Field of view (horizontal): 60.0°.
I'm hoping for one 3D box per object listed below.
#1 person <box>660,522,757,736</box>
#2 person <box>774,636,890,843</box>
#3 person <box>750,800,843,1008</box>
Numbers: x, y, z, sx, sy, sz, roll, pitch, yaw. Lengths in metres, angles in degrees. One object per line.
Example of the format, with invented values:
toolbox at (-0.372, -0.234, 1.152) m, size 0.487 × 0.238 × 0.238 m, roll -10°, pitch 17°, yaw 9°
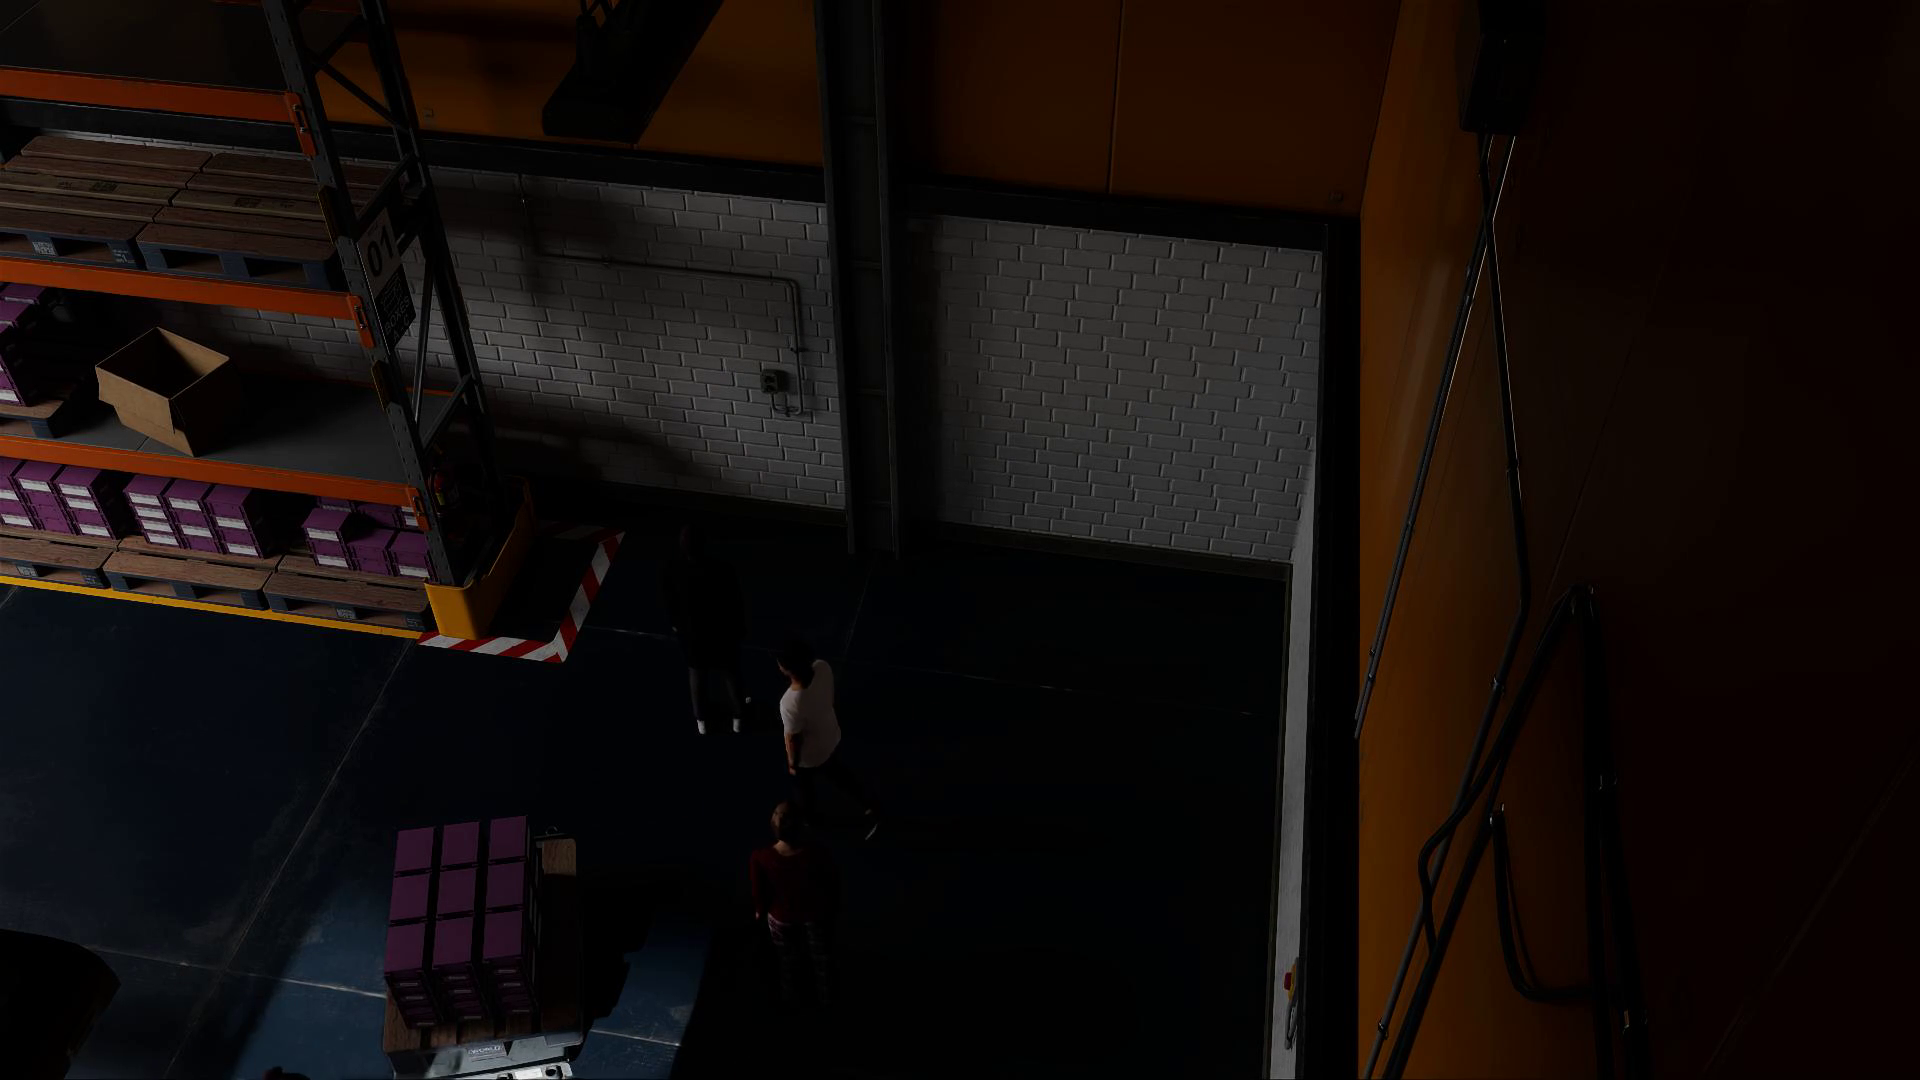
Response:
person at (-1.582, 0.564, 10.414) m, size 0.544 × 1.761 × 0.737 m, roll 0°, pitch 44°, yaw 0°
person at (-0.792, 1.208, 9.783) m, size 1.058 × 1.698 × 0.825 m, roll 20°, pitch 47°, yaw 20°
person at (-0.874, 1.968, 8.981) m, size 0.544 × 1.703 × 0.737 m, roll -4°, pitch 44°, yaw -4°
